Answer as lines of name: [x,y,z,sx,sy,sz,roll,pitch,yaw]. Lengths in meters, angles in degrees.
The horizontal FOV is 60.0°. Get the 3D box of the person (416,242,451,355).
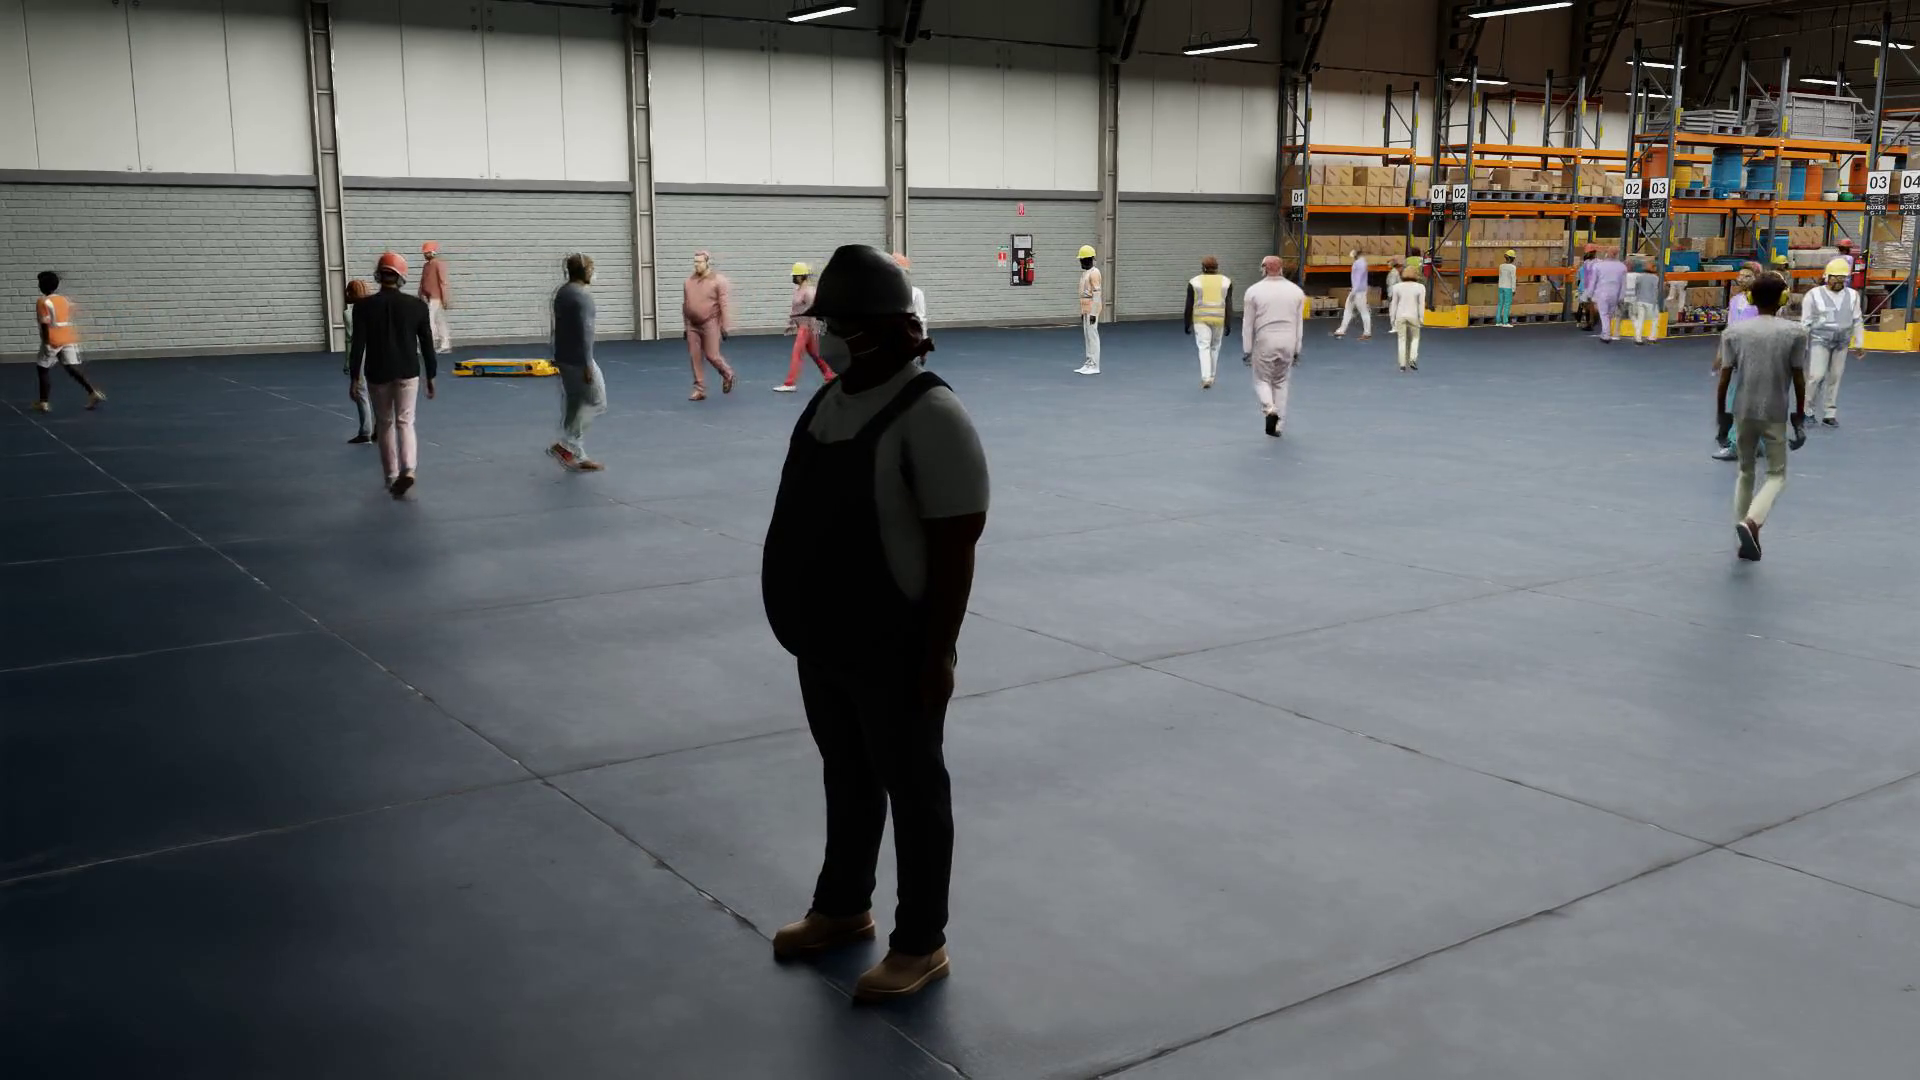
person: [-9.357,-4.226,29.163,0.865,1.959,0.622,-8,13,-38]

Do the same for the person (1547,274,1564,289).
person: [16.086,-7.007,44.923,0.329,1.768,0.527,-7,12,-33]

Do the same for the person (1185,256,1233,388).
person: [3.414,-2.986,22.801,0.627,1.803,0.951,0,10,-1]

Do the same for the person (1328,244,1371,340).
person: [7.803,-4.925,33.131,0.942,1.897,0.653,1,10,4]

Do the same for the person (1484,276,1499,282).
person: [13.291,-6.407,41.415,0.349,1.847,0.505,-7,12,-33]

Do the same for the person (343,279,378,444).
person: [-5.970,-1.779,16.628,0.273,1.632,0.507,4,11,20]

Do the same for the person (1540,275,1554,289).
person: [16.093,-7.201,45.763,0.958,1.836,0.598,-6,12,-28]

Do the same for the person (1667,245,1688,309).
person: [17.905,-6.435,41.540,0.793,1.862,0.580,-9,14,-40]

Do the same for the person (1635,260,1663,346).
person: [13.094,-4.484,31.522,0.620,1.613,0.502,-5,12,-26]

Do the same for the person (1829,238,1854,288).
person: [18.207,-5.204,34.316,0.430,2.028,0.652,-3,11,-15]

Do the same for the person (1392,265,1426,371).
person: [6.892,-3.407,25.600,0.502,1.618,0.438,4,11,20]

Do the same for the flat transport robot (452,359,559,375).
flat transport robot: [-6.742,-2.579,24.752,1.431,0.197,0.652,1,10,4]

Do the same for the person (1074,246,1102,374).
person: [1.936,-3.448,24.986,0.383,1.922,0.587,-2,10,-9]

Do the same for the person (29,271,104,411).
person: [-10.600,-2.338,19.626,0.826,1.667,0.540,1,10,8]

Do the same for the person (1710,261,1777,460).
person: [7.208,-1.652,15.384,0.769,1.822,0.563,-1,10,-8]

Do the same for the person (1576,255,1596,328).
person: [14.130,-5.612,37.464,0.318,1.699,0.535,-6,12,-30]

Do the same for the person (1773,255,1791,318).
person: [15.936,-4.723,32.580,0.504,1.707,0.640,-3,11,-18]

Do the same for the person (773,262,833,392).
person: [-2.066,-2.841,22.229,0.917,1.722,0.536,-4,11,-21]

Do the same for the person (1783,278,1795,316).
person: [20.086,-6.237,40.612,0.927,1.794,0.654,-7,13,-35]

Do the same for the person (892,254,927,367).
person: [-0.628,-1.989,17.096,0.581,1.889,0.998,0,10,1]

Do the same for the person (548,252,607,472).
person: [-3.331,-1.524,14.432,0.461,1.924,0.650,-7,12,-33]

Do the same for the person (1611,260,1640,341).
person: [13.200,-4.728,32.851,0.513,1.610,0.737,0,10,-2]

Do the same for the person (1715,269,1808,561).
person: [5.006,-0.758,10.414,0.528,1.858,0.608,9,14,40]

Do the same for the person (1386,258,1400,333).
person: [9.314,-5.255,35.749,0.384,1.605,0.656,2,11,12]

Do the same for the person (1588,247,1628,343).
person: [12.634,-4.769,32.447,0.644,1.865,1.003,0,10,2]

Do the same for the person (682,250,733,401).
person: [-3.208,-2.717,21.075,0.650,1.888,0.664,5,11,24]

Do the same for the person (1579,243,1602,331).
person: [13.851,-5.534,36.439,0.530,1.918,0.548,-4,11,-22]

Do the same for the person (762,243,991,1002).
person: [-0.272,0.224,4.529,0.537,2.000,0.675,-8,13,-37]

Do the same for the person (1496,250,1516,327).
person: [12.492,-5.732,37.963,0.337,1.757,0.518,-5,11,-26]

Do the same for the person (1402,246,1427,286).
person: [11.056,-6.226,40.482,0.630,1.831,0.444,6,12,28]

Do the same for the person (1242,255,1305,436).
person: [3.222,-1.974,17.065,0.652,1.878,0.582,-1,10,-7]

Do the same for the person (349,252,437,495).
person: [-4.556,-1.337,13.378,0.670,1.945,0.951,-3,11,-14]

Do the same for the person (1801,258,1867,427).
person: [9.444,-2.130,18.032,0.615,1.821,0.445,0,10,-1]
